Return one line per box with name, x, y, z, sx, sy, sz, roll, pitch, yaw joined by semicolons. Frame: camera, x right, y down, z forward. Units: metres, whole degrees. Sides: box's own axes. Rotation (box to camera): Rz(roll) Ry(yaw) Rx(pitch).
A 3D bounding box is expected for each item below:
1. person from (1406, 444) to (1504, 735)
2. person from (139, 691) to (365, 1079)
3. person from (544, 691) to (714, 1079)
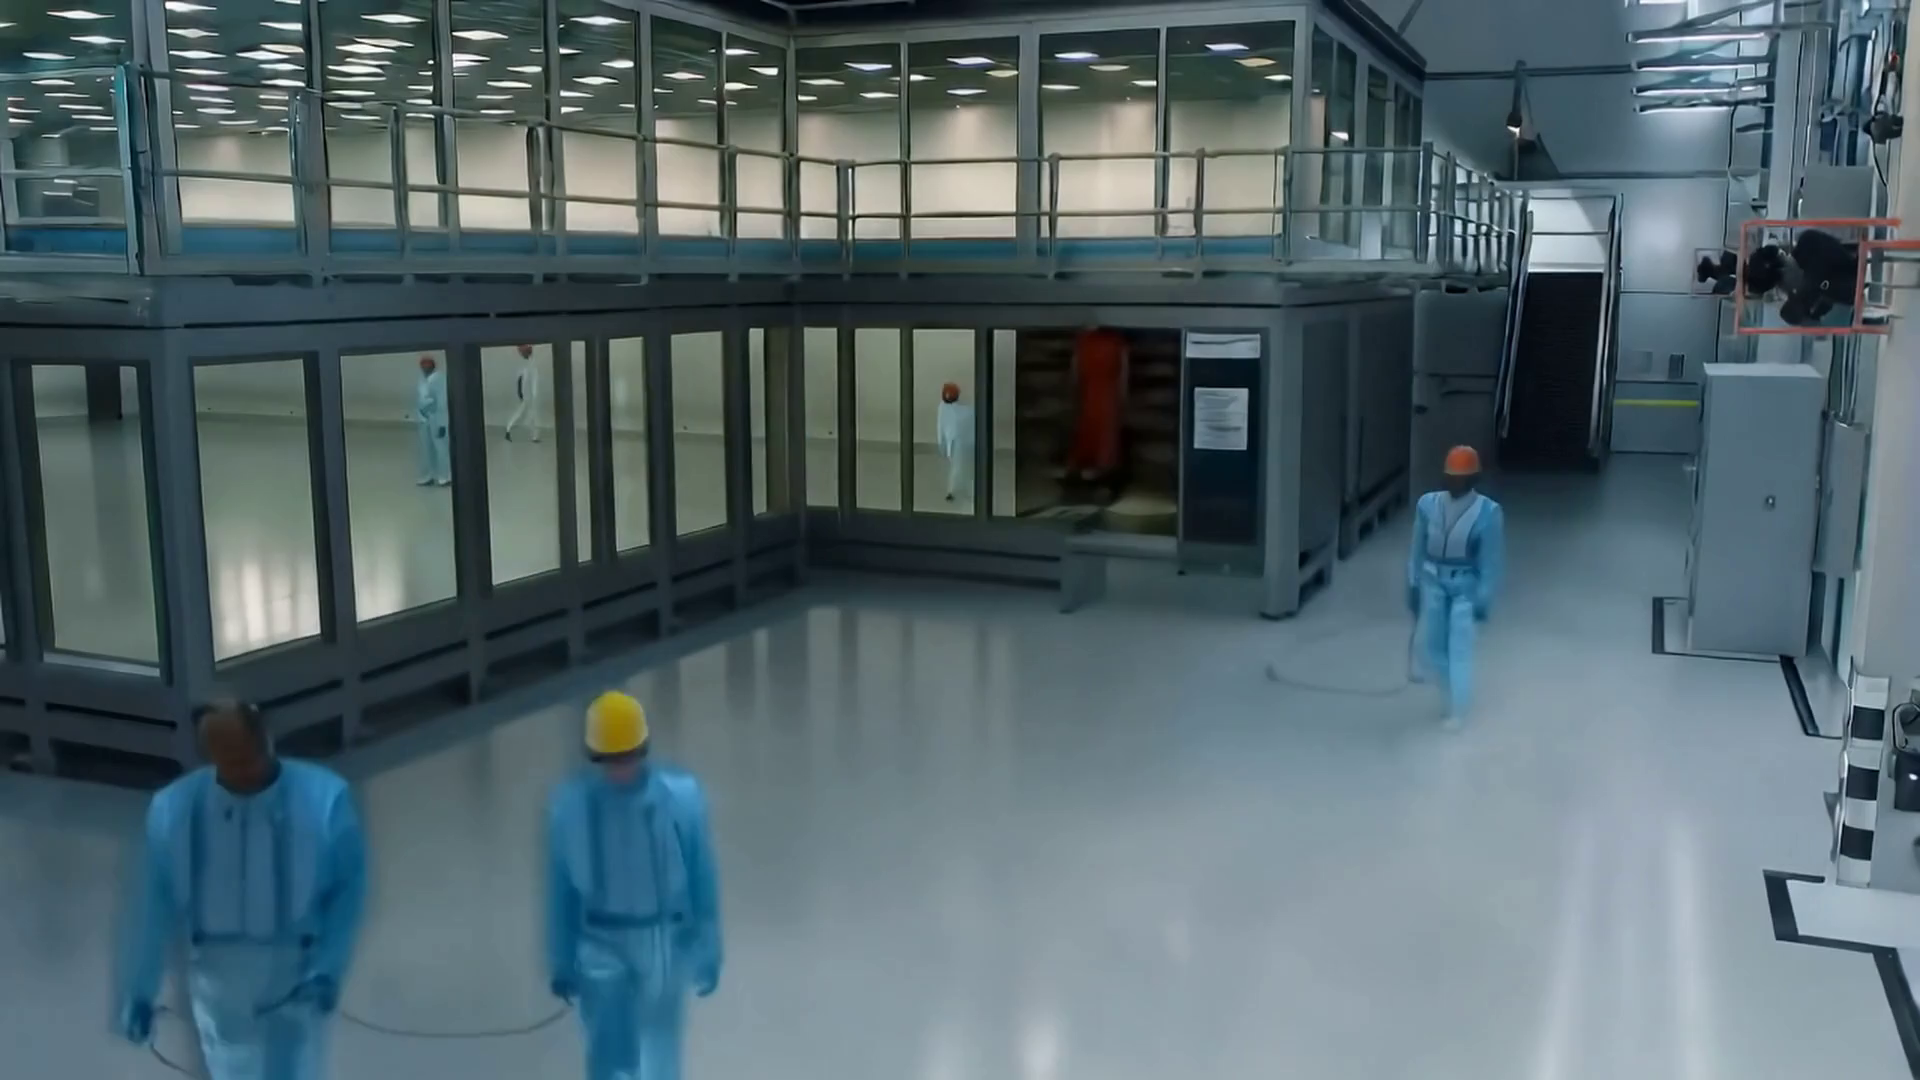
person;3.341;0.302;11.140;0.622;1.925;0.653;7;12;39
person;-2.189;1.336;5.185;0.624;1.797;0.959;-2;10;-14
person;-1.063;1.338;5.397;0.535;1.716;0.939;-2;9;-12
